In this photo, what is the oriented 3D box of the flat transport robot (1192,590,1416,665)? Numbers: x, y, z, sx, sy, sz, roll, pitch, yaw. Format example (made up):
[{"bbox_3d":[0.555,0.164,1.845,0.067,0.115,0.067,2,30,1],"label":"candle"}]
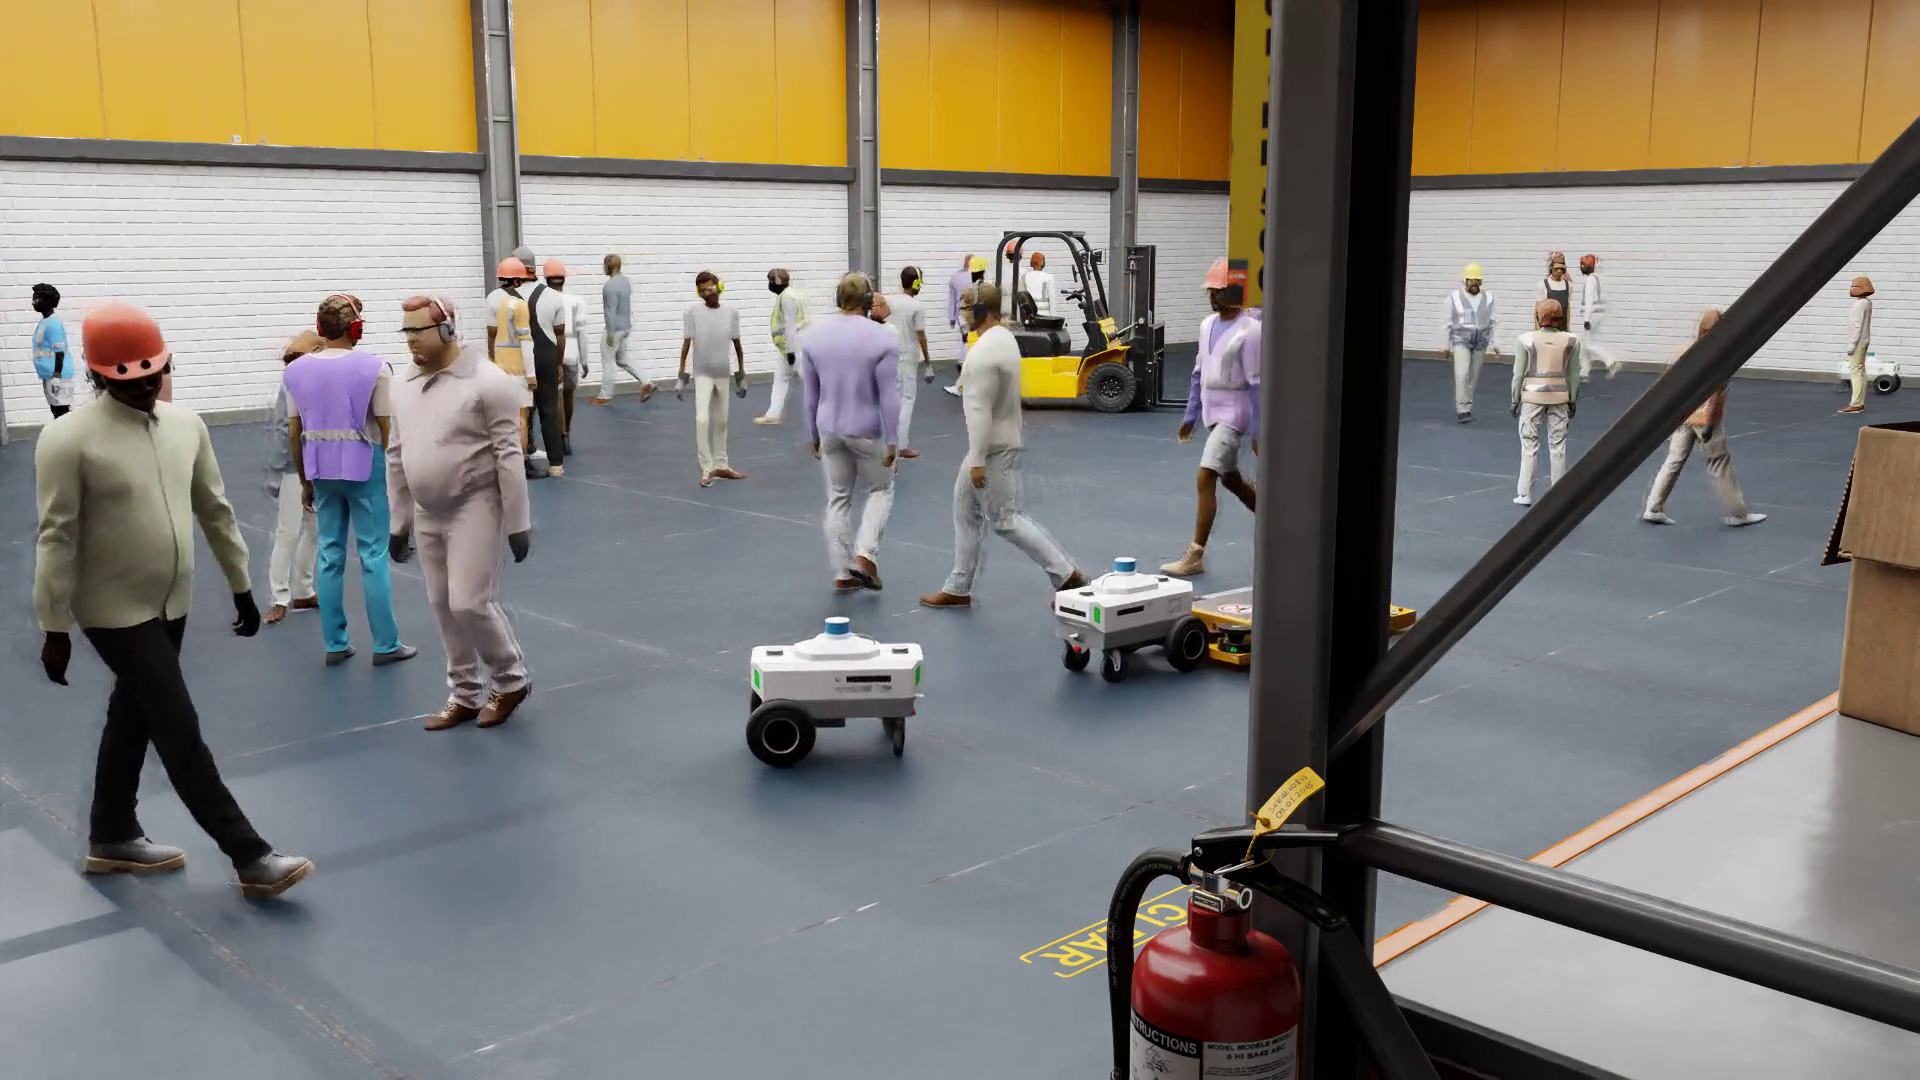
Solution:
[{"bbox_3d":[1.705,0.403,8.775,1.431,0.197,0.652,-8,13,-39],"label":"flat transport robot"}]

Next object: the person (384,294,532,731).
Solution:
[{"bbox_3d":[-2.186,-0.097,7.142,0.662,1.890,0.406,5,12,27],"label":"person"}]

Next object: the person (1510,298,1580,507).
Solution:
[{"bbox_3d":[4.599,-1.073,13.093,0.525,1.639,0.307,1,10,5],"label":"person"}]

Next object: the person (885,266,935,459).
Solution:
[{"bbox_3d":[-0.490,-1.685,15.867,0.371,1.843,0.527,-8,13,-38],"label":"person"}]

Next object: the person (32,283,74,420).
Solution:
[{"bbox_3d":[-8.316,-1.500,15.264,0.319,1.697,0.532,-8,13,-38],"label":"person"}]

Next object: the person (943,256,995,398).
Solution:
[{"bbox_3d":[0.228,-2.798,21.893,1.045,1.854,0.622,-5,12,-27],"label":"person"}]

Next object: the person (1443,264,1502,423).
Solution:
[{"bbox_3d":[5.849,-2.224,18.908,0.609,1.800,0.783,-1,10,-3],"label":"person"}]

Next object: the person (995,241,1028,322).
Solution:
[{"bbox_3d":[0.816,-3.436,24.874,0.616,2.041,0.380,9,14,41],"label":"person"}]

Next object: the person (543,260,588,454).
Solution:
[{"bbox_3d":[-3.983,-1.815,16.467,0.560,1.877,1.045,-4,11,-20],"label":"person"}]

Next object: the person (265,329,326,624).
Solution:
[{"bbox_3d":[-3.688,-0.358,9.270,0.363,1.605,0.657,0,10,2],"label":"person"}]

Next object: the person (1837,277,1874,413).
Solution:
[{"bbox_3d":[10.836,-2.353,20.085,0.264,1.632,0.508,9,14,40],"label":"person"}]

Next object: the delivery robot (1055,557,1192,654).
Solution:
[{"bbox_3d":[0.803,0.330,8.144,0.707,0.478,0.477,-9,13,-39],"label":"delivery robot"}]

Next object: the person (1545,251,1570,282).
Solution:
[{"bbox_3d":[8.507,-3.169,23.864,0.454,1.918,0.683,7,13,34],"label":"person"}]

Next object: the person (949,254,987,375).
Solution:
[{"bbox_3d":[0.118,-3.448,25.457,0.628,1.863,0.914,7,12,32],"label":"person"}]

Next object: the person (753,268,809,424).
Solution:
[{"bbox_3d":[-1.793,-2.172,18.732,1.006,1.787,0.648,-2,11,-11],"label":"person"}]

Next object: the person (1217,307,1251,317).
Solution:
[{"bbox_3d":[4.011,-3.117,24.027,0.926,1.718,0.521,-4,11,-22],"label":"person"}]

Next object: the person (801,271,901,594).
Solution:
[{"bbox_3d":[-0.632,-0.624,9.869,0.642,1.925,0.417,3,11,17],"label":"person"}]

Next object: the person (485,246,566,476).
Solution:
[{"bbox_3d":[-3.838,-1.573,14.721,0.681,2.000,0.536,-4,11,-20],"label":"person"}]

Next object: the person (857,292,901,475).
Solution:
[{"bbox_3d":[-0.732,-1.371,14.730,0.504,1.632,0.269,10,14,43],"label":"person"}]

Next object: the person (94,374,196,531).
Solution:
[{"bbox_3d":[-4.489,-0.411,9.168,0.549,1.741,0.402,3,11,18],"label":"person"}]

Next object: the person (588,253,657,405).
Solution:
[{"bbox_3d":[-4.285,-2.636,20.875,0.797,1.922,0.647,2,11,10],"label":"person"}]

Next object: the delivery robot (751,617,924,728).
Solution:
[{"bbox_3d":[-0.502,0.562,6.876,0.707,0.478,0.477,-1,10,-4],"label":"delivery robot"}]

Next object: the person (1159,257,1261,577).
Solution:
[{"bbox_3d":[1.742,-0.784,10.546,1.013,2.005,0.611,-4,11,-20],"label":"person"}]

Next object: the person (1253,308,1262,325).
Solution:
[{"bbox_3d":[3.407,-2.082,17.793,0.546,1.933,0.376,5,12,27],"label":"person"}]

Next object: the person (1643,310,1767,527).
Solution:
[{"bbox_3d":[5.453,-0.879,12.148,0.856,1.592,0.525,0,10,-1],"label":"person"}]

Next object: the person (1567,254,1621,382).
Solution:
[{"bbox_3d":[9.220,-3.195,24.049,0.648,1.861,0.637,6,12,29],"label":"person"}]

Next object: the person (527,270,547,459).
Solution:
[{"bbox_3d":[-4.194,-1.655,15.586,0.704,1.893,0.613,-8,13,-36],"label":"person"}]

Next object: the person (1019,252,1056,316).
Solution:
[{"bbox_3d":[1.149,-3.296,24.539,0.573,1.887,0.356,4,11,22],"label":"person"}]

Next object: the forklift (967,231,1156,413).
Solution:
[{"bbox_3d":[1.222,-2.721,20.561,2.313,2.155,1.214,2,11,13],"label":"forklift"}]

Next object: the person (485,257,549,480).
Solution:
[{"bbox_3d":[-3.893,-1.497,14.583,0.544,1.939,0.365,8,13,38],"label":"person"}]

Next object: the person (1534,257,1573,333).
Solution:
[{"bbox_3d":[7.878,-2.829,22.111,0.513,1.842,0.325,-1,10,-7],"label":"person"}]

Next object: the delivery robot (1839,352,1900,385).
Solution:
[{"bbox_3d":[12.324,-2.311,22.546,0.707,0.478,0.477,7,13,35],"label":"delivery robot"}]

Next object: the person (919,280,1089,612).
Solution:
[{"bbox_3d":[0.253,-0.502,9.311,0.941,1.900,0.631,2,11,11],"label":"person"}]

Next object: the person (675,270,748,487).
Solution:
[{"bbox_3d":[-2.104,-1.378,14.228,0.630,1.829,0.610,-5,11,-25],"label":"person"}]

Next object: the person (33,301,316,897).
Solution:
[{"bbox_3d":[-2.504,0.207,5.302,1.003,1.916,0.695,3,11,14],"label":"person"}]

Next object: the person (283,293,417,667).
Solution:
[{"bbox_3d":[-3.022,-0.283,8.212,0.563,1.847,0.388,1,10,7],"label":"person"}]
